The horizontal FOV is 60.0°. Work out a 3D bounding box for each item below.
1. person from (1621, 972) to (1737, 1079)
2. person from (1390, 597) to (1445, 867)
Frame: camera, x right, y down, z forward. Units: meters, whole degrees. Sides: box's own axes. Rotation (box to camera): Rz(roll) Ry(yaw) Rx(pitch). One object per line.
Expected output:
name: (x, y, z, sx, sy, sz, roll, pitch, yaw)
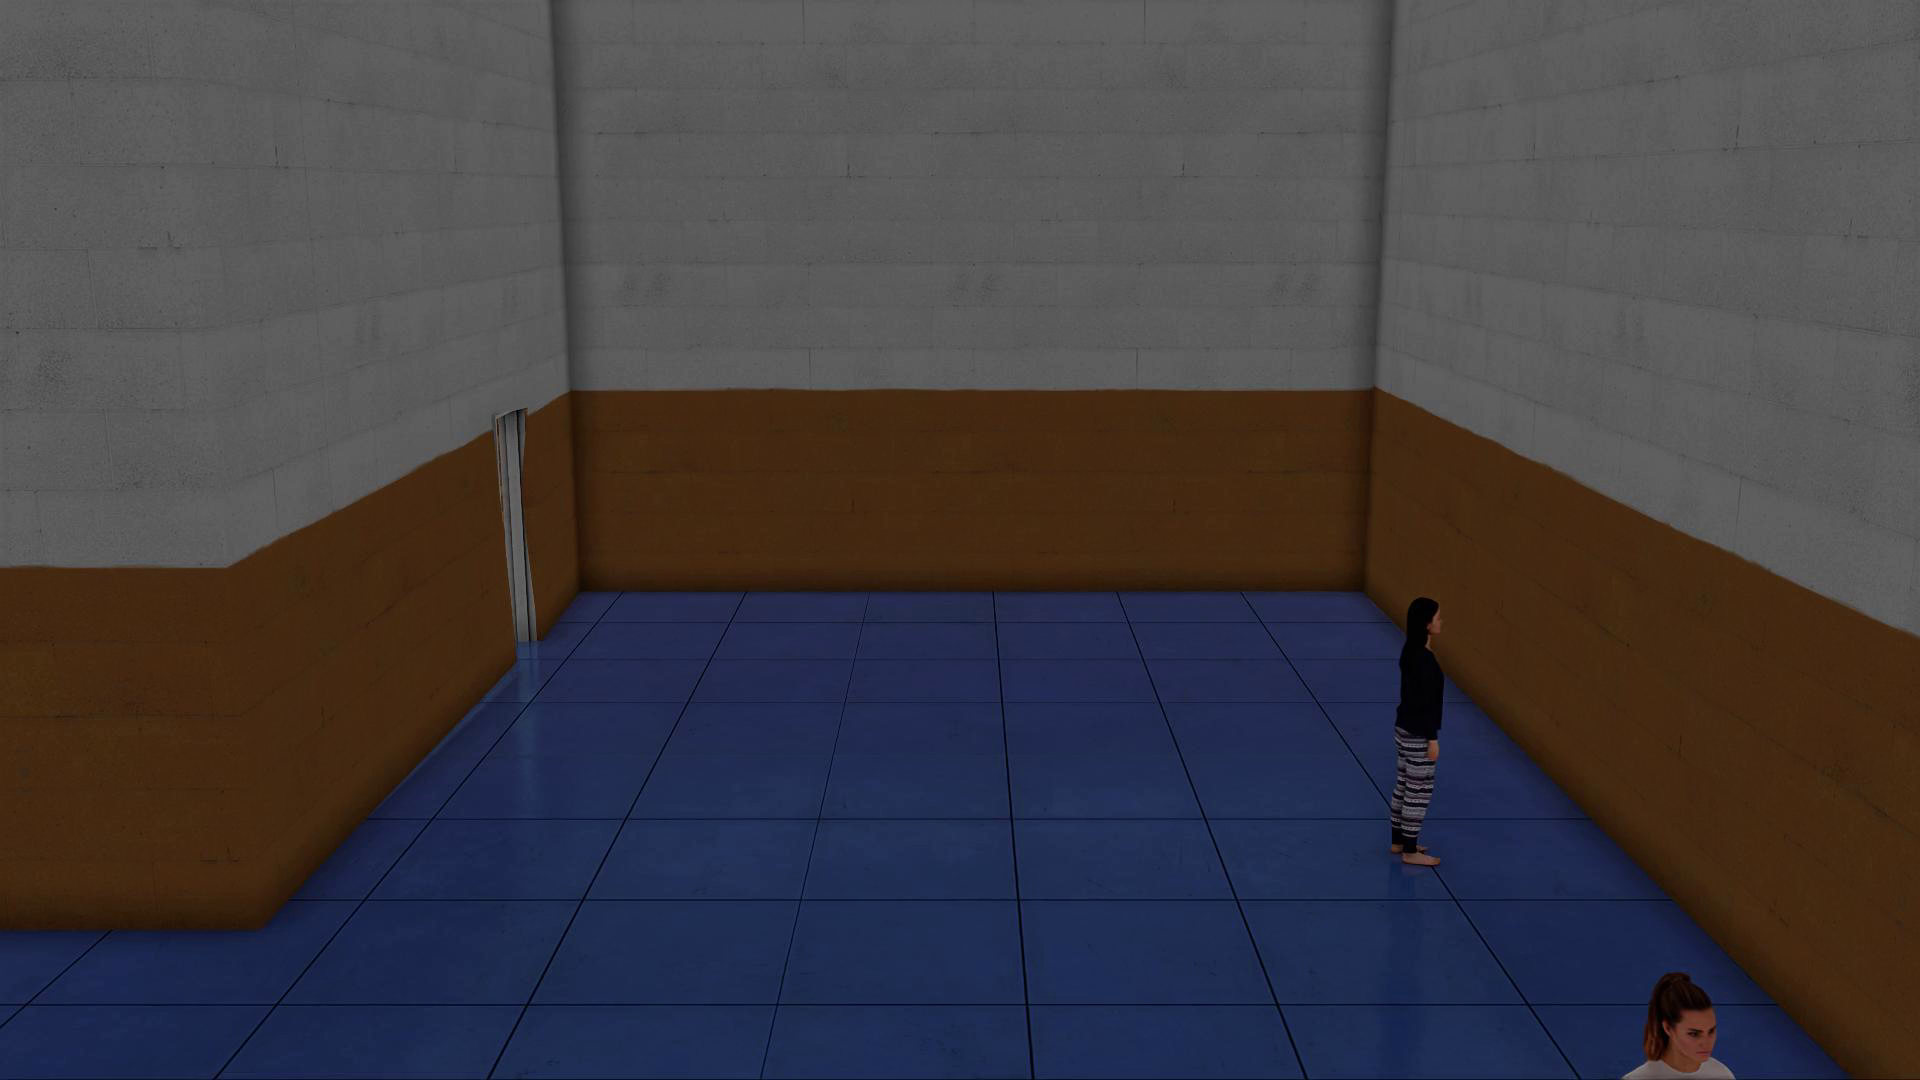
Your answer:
person: (2.368, 2.282, 5.579, 0.570, 1.720, 0.726, -4, 12, -17)
person: (2.923, 1.209, 10.641, 0.525, 1.734, 0.615, -1, 12, -4)
